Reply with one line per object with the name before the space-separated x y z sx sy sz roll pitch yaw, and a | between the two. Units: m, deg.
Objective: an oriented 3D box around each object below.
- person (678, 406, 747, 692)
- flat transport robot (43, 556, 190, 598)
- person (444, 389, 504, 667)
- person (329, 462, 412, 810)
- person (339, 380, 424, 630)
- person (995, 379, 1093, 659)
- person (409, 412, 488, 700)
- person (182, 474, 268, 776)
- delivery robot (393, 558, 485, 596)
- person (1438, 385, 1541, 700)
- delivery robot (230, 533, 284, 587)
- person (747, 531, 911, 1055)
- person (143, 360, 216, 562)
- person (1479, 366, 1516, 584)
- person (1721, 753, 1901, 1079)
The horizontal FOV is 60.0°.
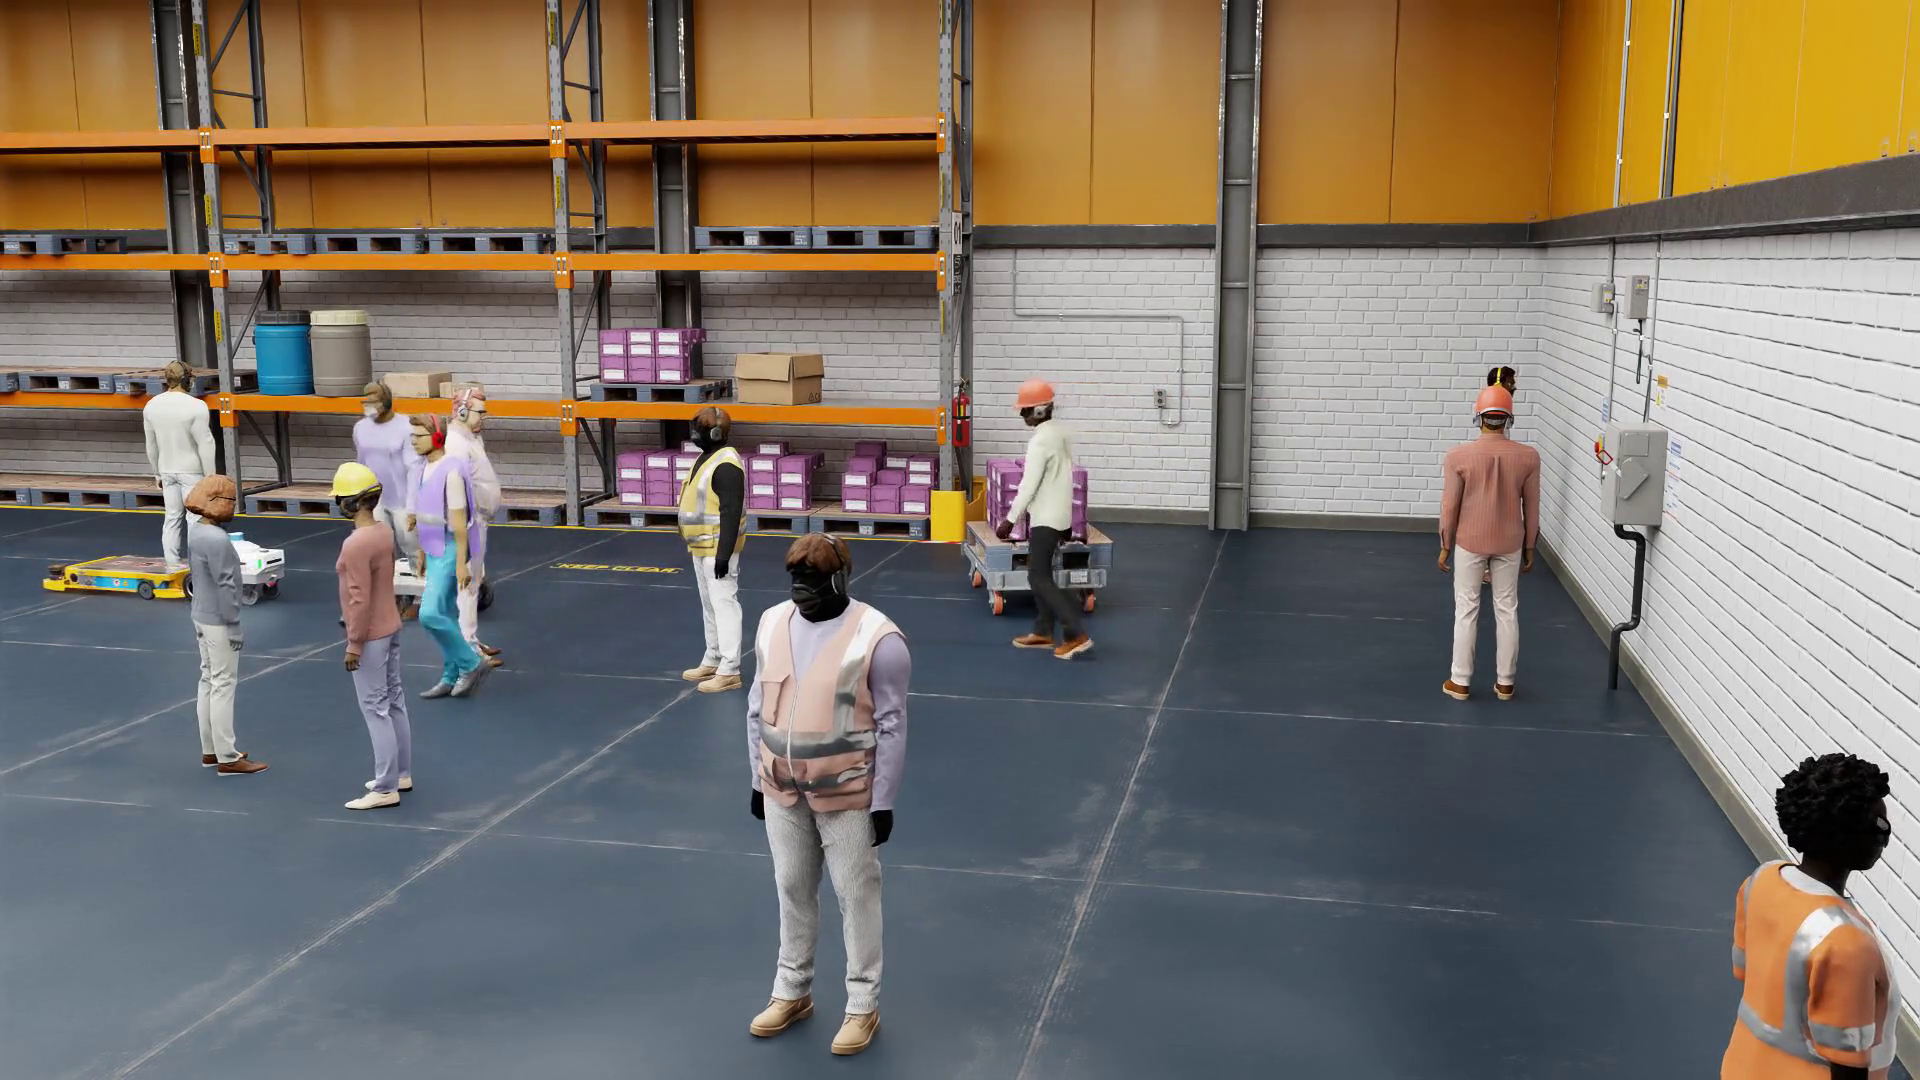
person | -1.602 0.053 10.774 0.429 1.847 0.627 -4 11 -24
flat transport robot | -6.875 0.297 13.976 1.431 0.197 0.652 3 10 16
person | -3.353 -0.084 11.425 0.406 1.901 0.639 -3 10 -16
person | -3.013 0.484 8.456 0.317 1.766 0.534 0 10 -1
person | -4.299 -0.254 12.472 0.643 1.875 1.024 3 10 16
person | 0.630 -0.143 11.582 0.654 1.959 0.635 3 10 16
person | -3.256 0.110 10.461 0.450 1.831 0.602 -7 12 -34
person | -4.007 0.455 9.014 0.282 1.633 0.498 -8 12 -39
delivery robot | -4.089 0.275 12.969 0.707 0.478 0.477 1 10 12
person | 3.329 0.025 10.495 0.622 1.994 0.381 0 10 3
delivery robot | -5.870 0.184 13.533 0.707 0.478 0.477 3 10 16
person | -0.489 0.882 5.877 0.626 1.844 0.429 5 11 26
person | -6.549 -0.549 14.056 0.635 1.938 0.360 3 10 16
person | 4.606 -0.559 14.317 0.327 1.874 0.517 3 10 19
person | 1.917 1.307 3.778 0.319 1.697 0.533 1 10 3
